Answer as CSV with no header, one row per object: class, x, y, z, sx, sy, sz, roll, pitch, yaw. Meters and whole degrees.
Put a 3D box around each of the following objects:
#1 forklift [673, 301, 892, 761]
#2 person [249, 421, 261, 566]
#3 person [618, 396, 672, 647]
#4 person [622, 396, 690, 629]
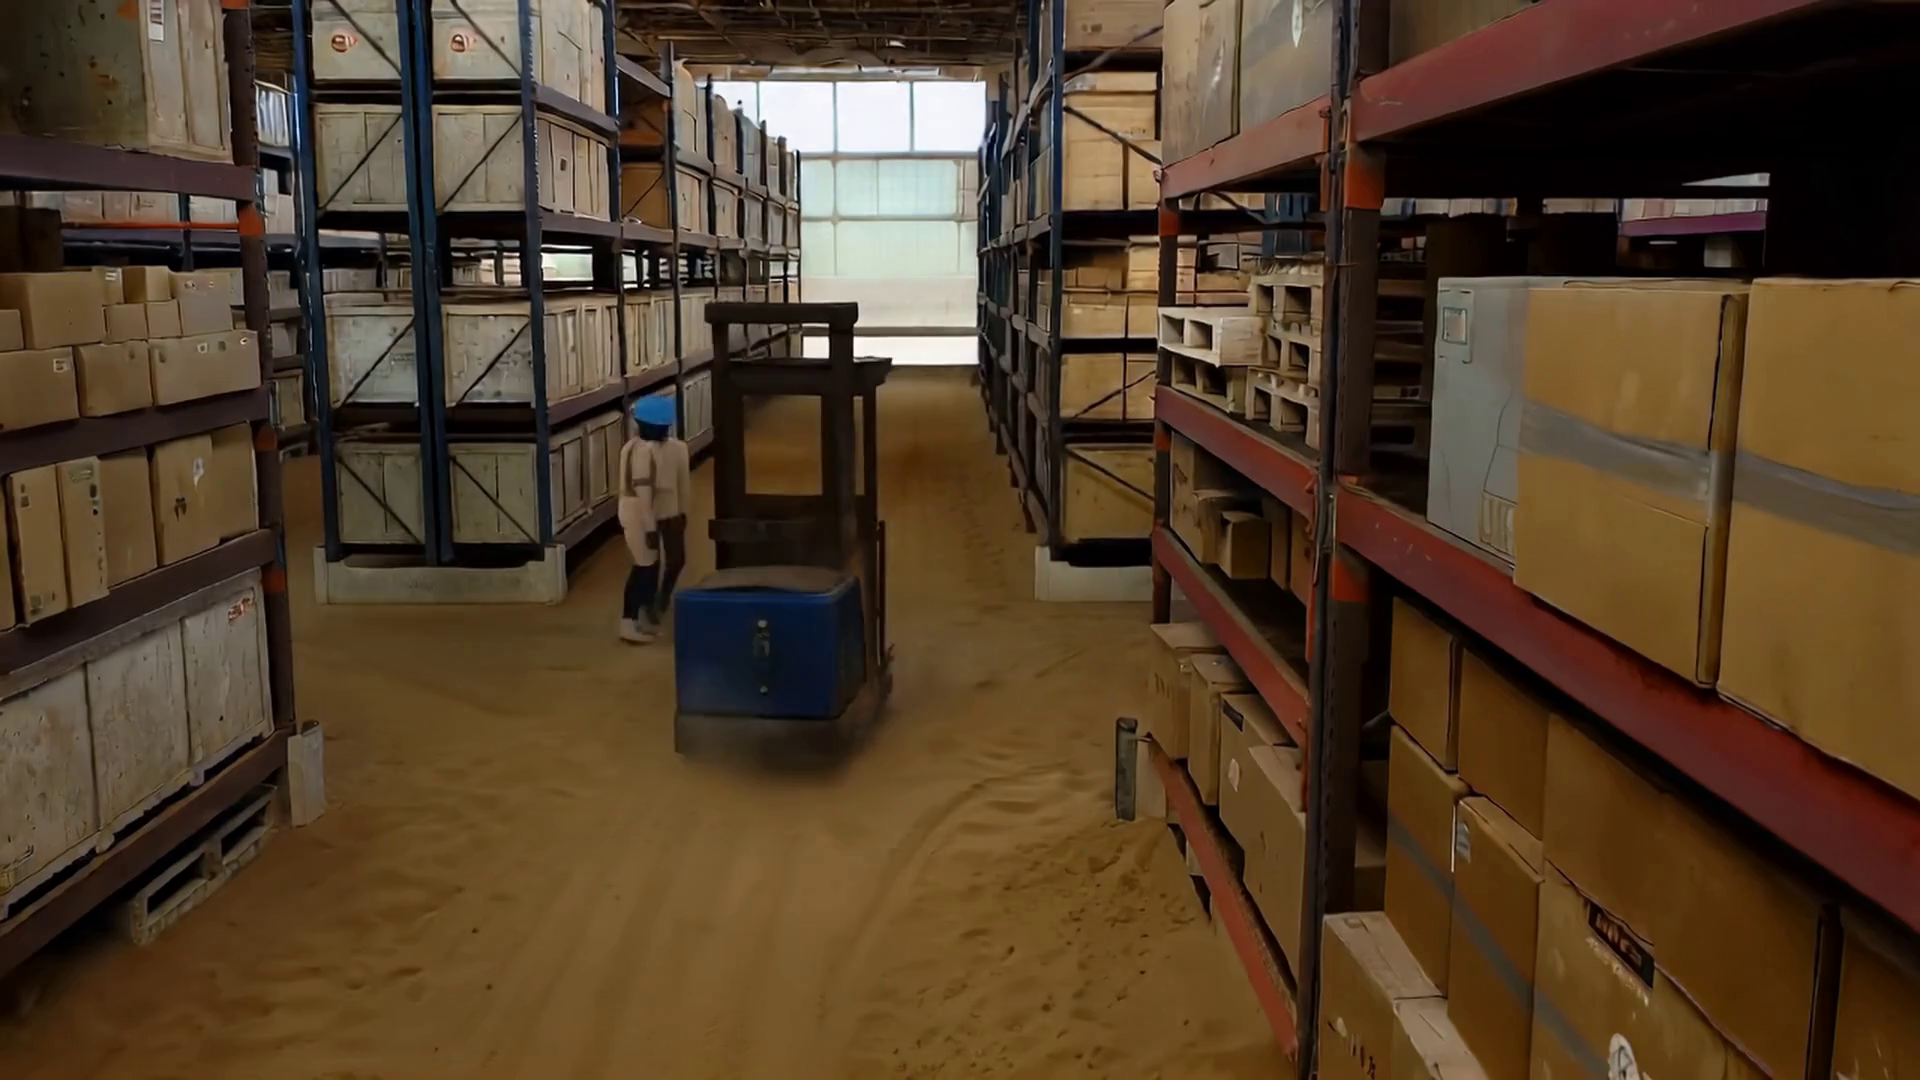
forklift,-1.138,-0.150,10.775,1.129,2.768,1.873,1,9,6
person,-6.340,-0.251,14.615,0.604,1.819,0.457,-5,10,-27
person,-2.554,-0.149,13.409,0.498,2.021,0.710,-2,10,-14
person,-2.550,-0.227,14.024,0.608,1.978,0.482,-5,10,-26
